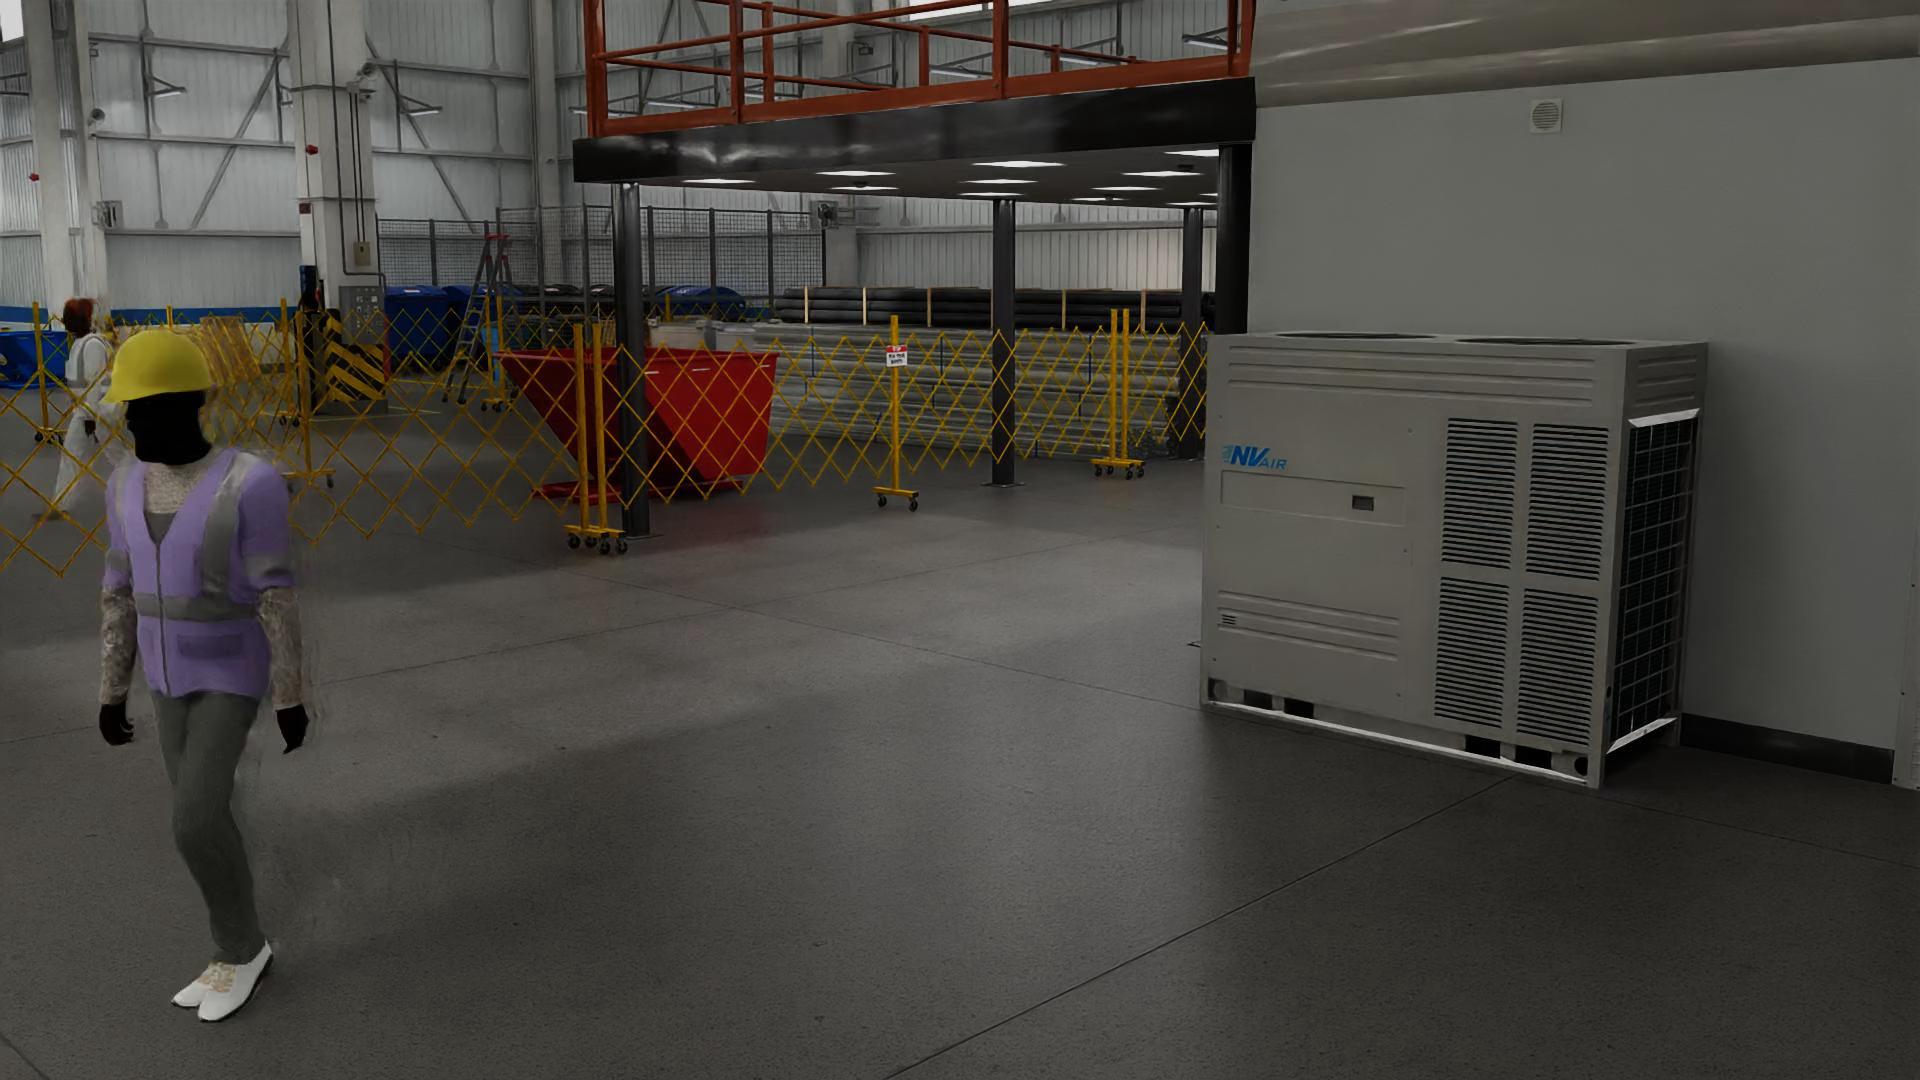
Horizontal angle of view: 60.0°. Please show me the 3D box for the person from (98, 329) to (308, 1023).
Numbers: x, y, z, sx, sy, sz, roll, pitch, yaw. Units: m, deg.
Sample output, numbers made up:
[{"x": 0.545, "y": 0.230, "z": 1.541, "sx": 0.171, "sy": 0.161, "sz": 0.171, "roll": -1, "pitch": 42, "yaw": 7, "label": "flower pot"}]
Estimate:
[{"x": -2.120, "y": 0.384, "z": 4.556, "sx": 0.607, "sy": 1.905, "sz": 0.514, "roll": 4, "pitch": 10, "yaw": 23, "label": "person"}]

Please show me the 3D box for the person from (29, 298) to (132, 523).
[{"x": -7.178, "y": -1.073, "z": 13.754, "sx": 0.973, "sy": 1.835, "sz": 0.596, "roll": -8, "pitch": 13, "yaw": -42, "label": "person"}]
